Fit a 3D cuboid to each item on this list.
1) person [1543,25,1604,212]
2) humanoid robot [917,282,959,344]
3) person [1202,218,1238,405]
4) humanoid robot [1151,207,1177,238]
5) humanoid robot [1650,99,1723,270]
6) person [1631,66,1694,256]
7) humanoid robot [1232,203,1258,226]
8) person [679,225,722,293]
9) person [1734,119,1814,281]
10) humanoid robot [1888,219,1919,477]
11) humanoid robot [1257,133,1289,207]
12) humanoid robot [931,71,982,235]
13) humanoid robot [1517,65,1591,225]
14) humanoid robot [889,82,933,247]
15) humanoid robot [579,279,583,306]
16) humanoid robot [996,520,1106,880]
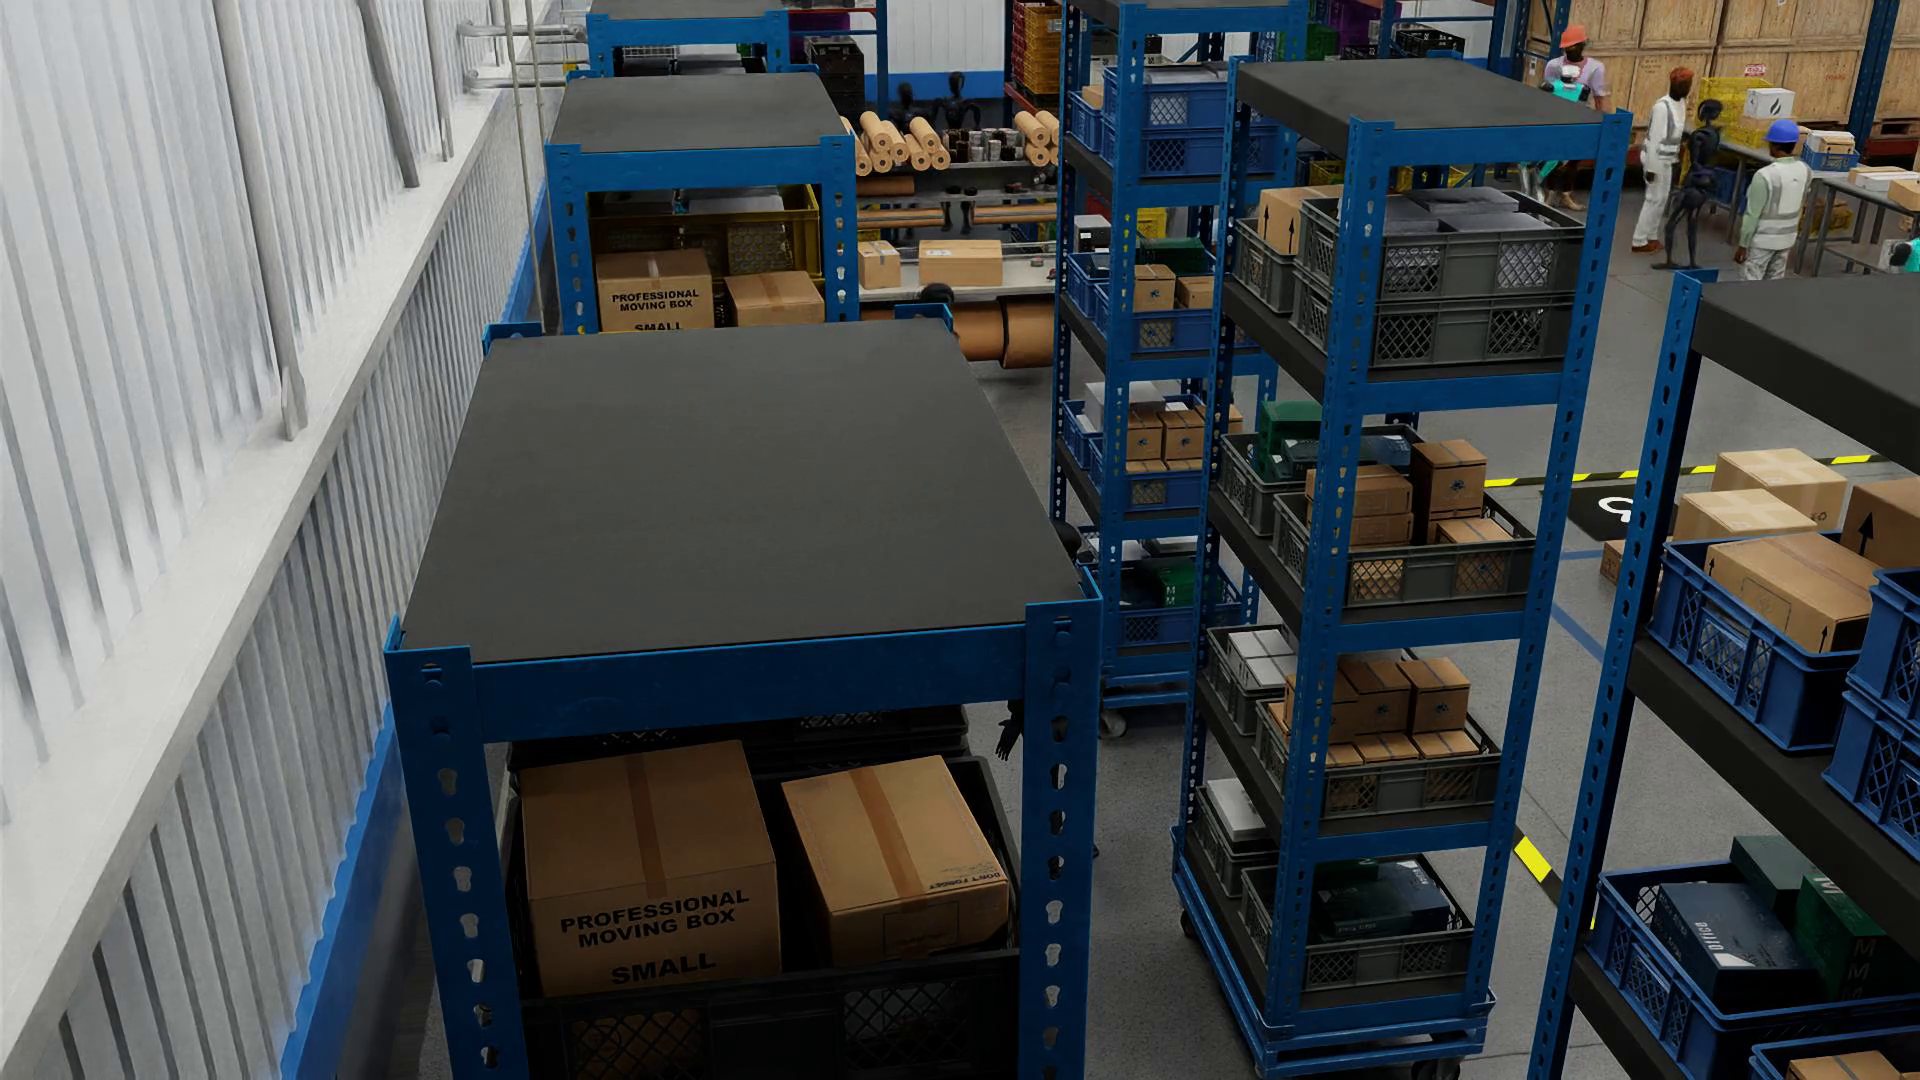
[{"bbox_3d":[6.669,-4.586,18.176,0.687,2.017,0.468,10,26,20],"label":"person"},{"bbox_3d":[-0.112,-0.823,10.429,0.509,1.661,0.584,-16,29,-30],"label":"humanoid robot"},{"bbox_3d":[1.690,-1.238,11.101,0.397,1.847,0.587,-4,25,-9],"label":"person"},{"bbox_3d":[2.091,-3.830,16.905,0.545,1.823,0.697,3,25,7],"label":"humanoid robot"},{"bbox_3d":[7.059,-3.413,16.028,0.428,1.649,0.599,17,30,33],"label":"humanoid robot"},{"bbox_3d":[7.003,-3.777,16.593,0.394,1.875,0.656,21,32,38],"label":"person"},{"bbox_3d":[3.009,-4.069,17.340,0.736,1.760,0.532,16,29,32],"label":"humanoid robot"},{"bbox_3d":[-2.177,-2.760,14.267,0.608,1.964,0.366,-19,31,-35],"label":"person"},{"bbox_3d":[6.629,-2.470,13.671,0.611,1.939,0.412,-11,27,-22],"label":"person"},{"bbox_3d":[6.628,-1.258,11.303,0.544,1.764,0.955,1,25,2],"label":"humanoid robot"},{"bbox_3d":[3.056,-3.483,16.146,0.550,1.783,0.933,-6,25,-13],"label":"humanoid robot"},{"bbox_3d":[-0.049,-4.060,17.421,0.602,1.657,0.333,7,25,14],"label":"humanoid robot"},{"bbox_3d":[6.196,-4.179,17.603,0.568,1.720,0.971,-2,25,-4],"label":"humanoid robot"},{"bbox_3d":[-0.512,-3.841,17.004,0.600,1.646,0.572,-8,26,-16],"label":"humanoid robot"},{"bbox_3d":[-2.679,-1.891,12.686,0.543,1.792,0.708,-12,27,-25],"label":"humanoid robot"},{"bbox_3d":[0.411,0.687,7.102,0.315,1.657,0.599,20,32,37],"label":"humanoid robot"}]
